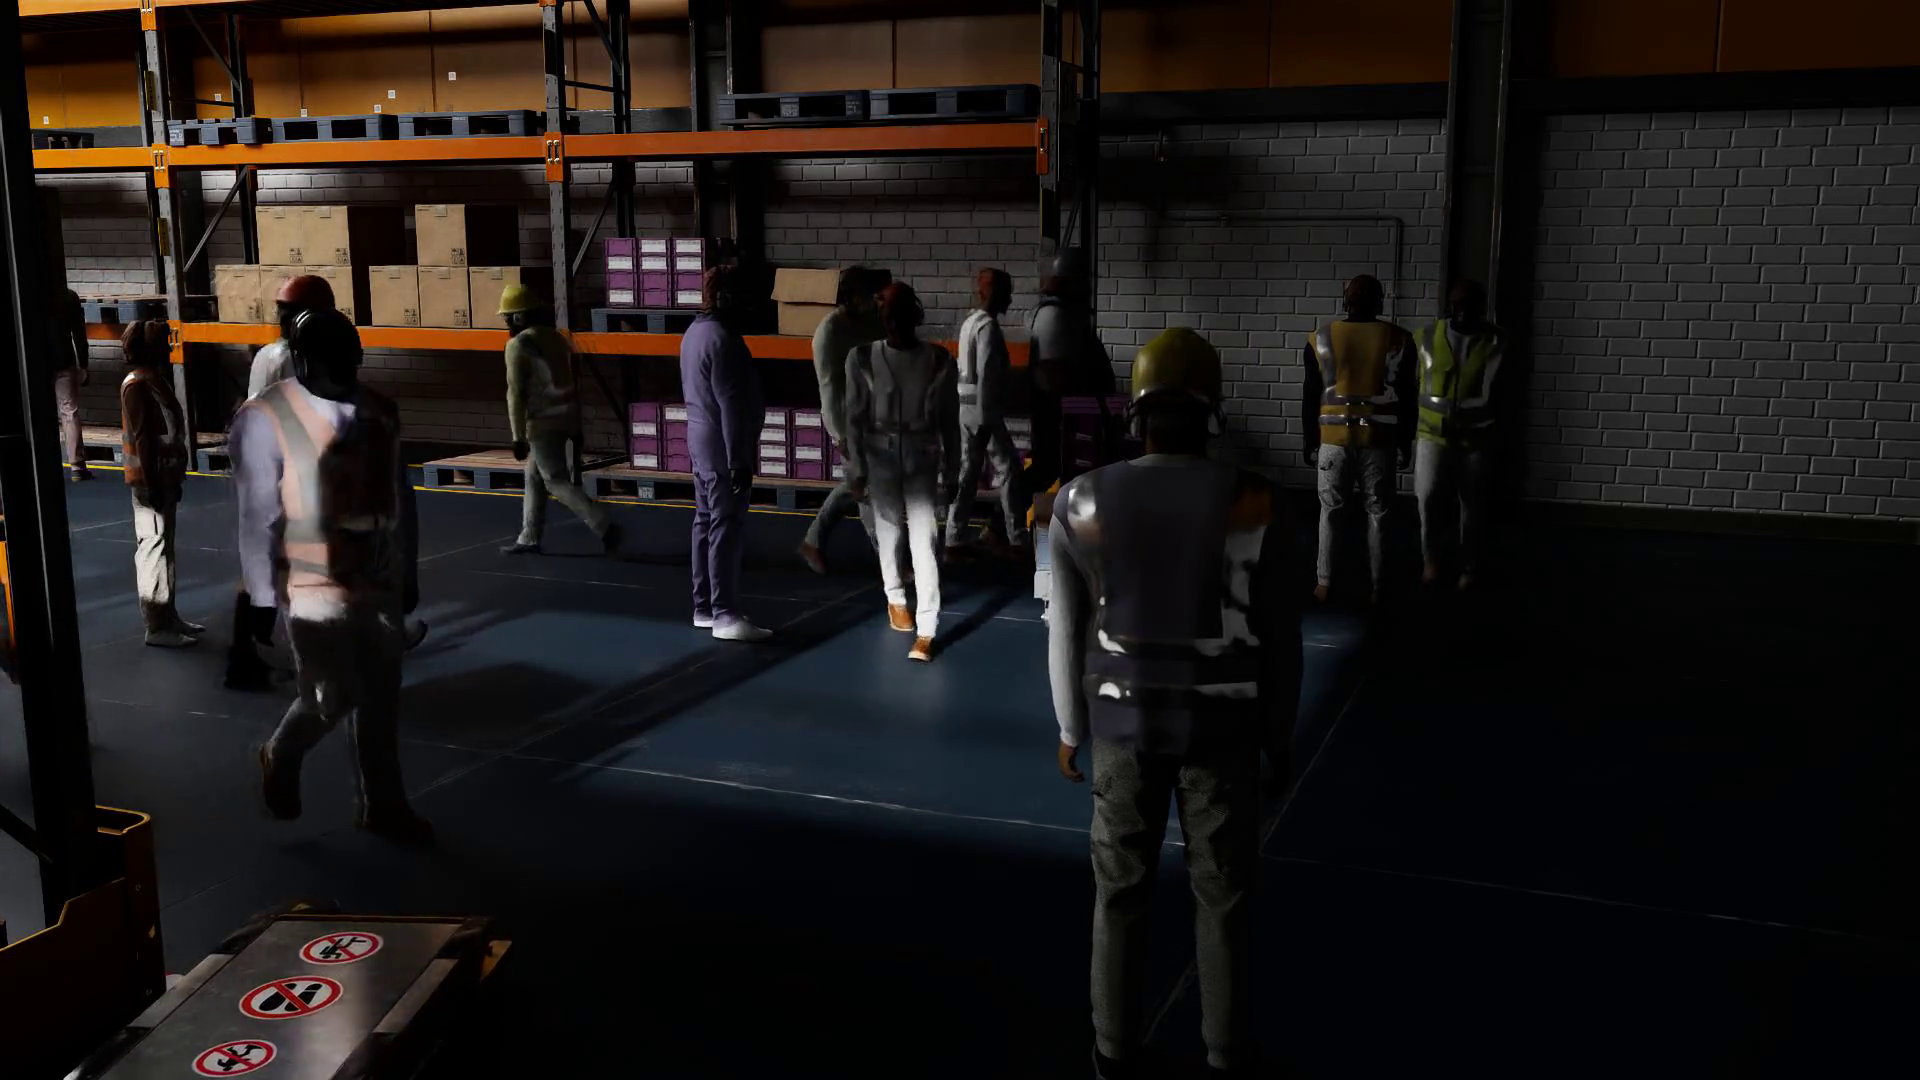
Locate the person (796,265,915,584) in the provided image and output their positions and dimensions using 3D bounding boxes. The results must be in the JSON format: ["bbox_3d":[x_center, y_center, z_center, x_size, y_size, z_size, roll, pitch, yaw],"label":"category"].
[{"bbox_3d":[-0.599,-0.690,9.967,0.837,1.910,0.677,5,11,27],"label":"person"}]

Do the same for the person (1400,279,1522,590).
[{"bbox_3d":[2.885,-0.599,9.643,0.662,1.810,0.484,4,11,21],"label":"person"}]

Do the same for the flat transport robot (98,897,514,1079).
[{"bbox_3d":[-1.592,1.199,3.908,0.652,0.197,1.431,0,10,3],"label":"flat transport robot"}]

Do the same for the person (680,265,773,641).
[{"bbox_3d":[-1.188,-0.443,8.503,0.403,1.906,0.651,-5,11,-25],"label":"person"}]

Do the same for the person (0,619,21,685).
[{"bbox_3d":[-4.041,-0.005,6.608,0.789,1.713,0.484,2,10,12],"label":"person"}]

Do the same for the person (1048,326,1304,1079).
[{"bbox_3d":[0.505,0.419,3.908,0.586,1.832,0.403,2,10,13],"label":"person"}]

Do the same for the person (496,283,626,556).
[{"bbox_3d":[-2.543,-0.731,10.526,0.881,1.778,0.598,3,11,15],"label":"person"}]

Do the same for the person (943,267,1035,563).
[{"bbox_3d":[0.254,-0.776,10.497,0.846,1.852,0.598,-3,10,-14],"label":"person"}]

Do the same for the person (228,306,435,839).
[{"bbox_3d":[-2.088,0.135,5.525,0.538,1.822,0.688,6,12,30],"label":"person"}]

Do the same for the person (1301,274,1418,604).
[{"bbox_3d":[2.229,-0.556,9.313,0.633,1.843,0.429,2,10,12],"label":"person"}]

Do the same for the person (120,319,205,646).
[{"bbox_3d":[-4.042,-0.286,8.373,0.307,1.641,0.514,-3,11,-17],"label":"person"}]

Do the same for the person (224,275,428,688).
[{"bbox_3d":[-2.997,-0.273,7.690,0.988,1.859,0.621,-9,13,-40],"label":"person"}]

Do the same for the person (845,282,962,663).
[{"bbox_3d":[-0.280,-0.369,8.333,0.572,1.844,0.957,0,10,2],"label":"person"}]

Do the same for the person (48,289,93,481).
[{"bbox_3d":[-7.664,-1.473,13.993,0.622,1.992,0.388,-4,11,-21],"label":"person"}]

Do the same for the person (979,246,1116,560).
[{"bbox_3d":[0.619,-0.866,10.482,0.994,2.000,0.685,3,10,14],"label":"person"}]
